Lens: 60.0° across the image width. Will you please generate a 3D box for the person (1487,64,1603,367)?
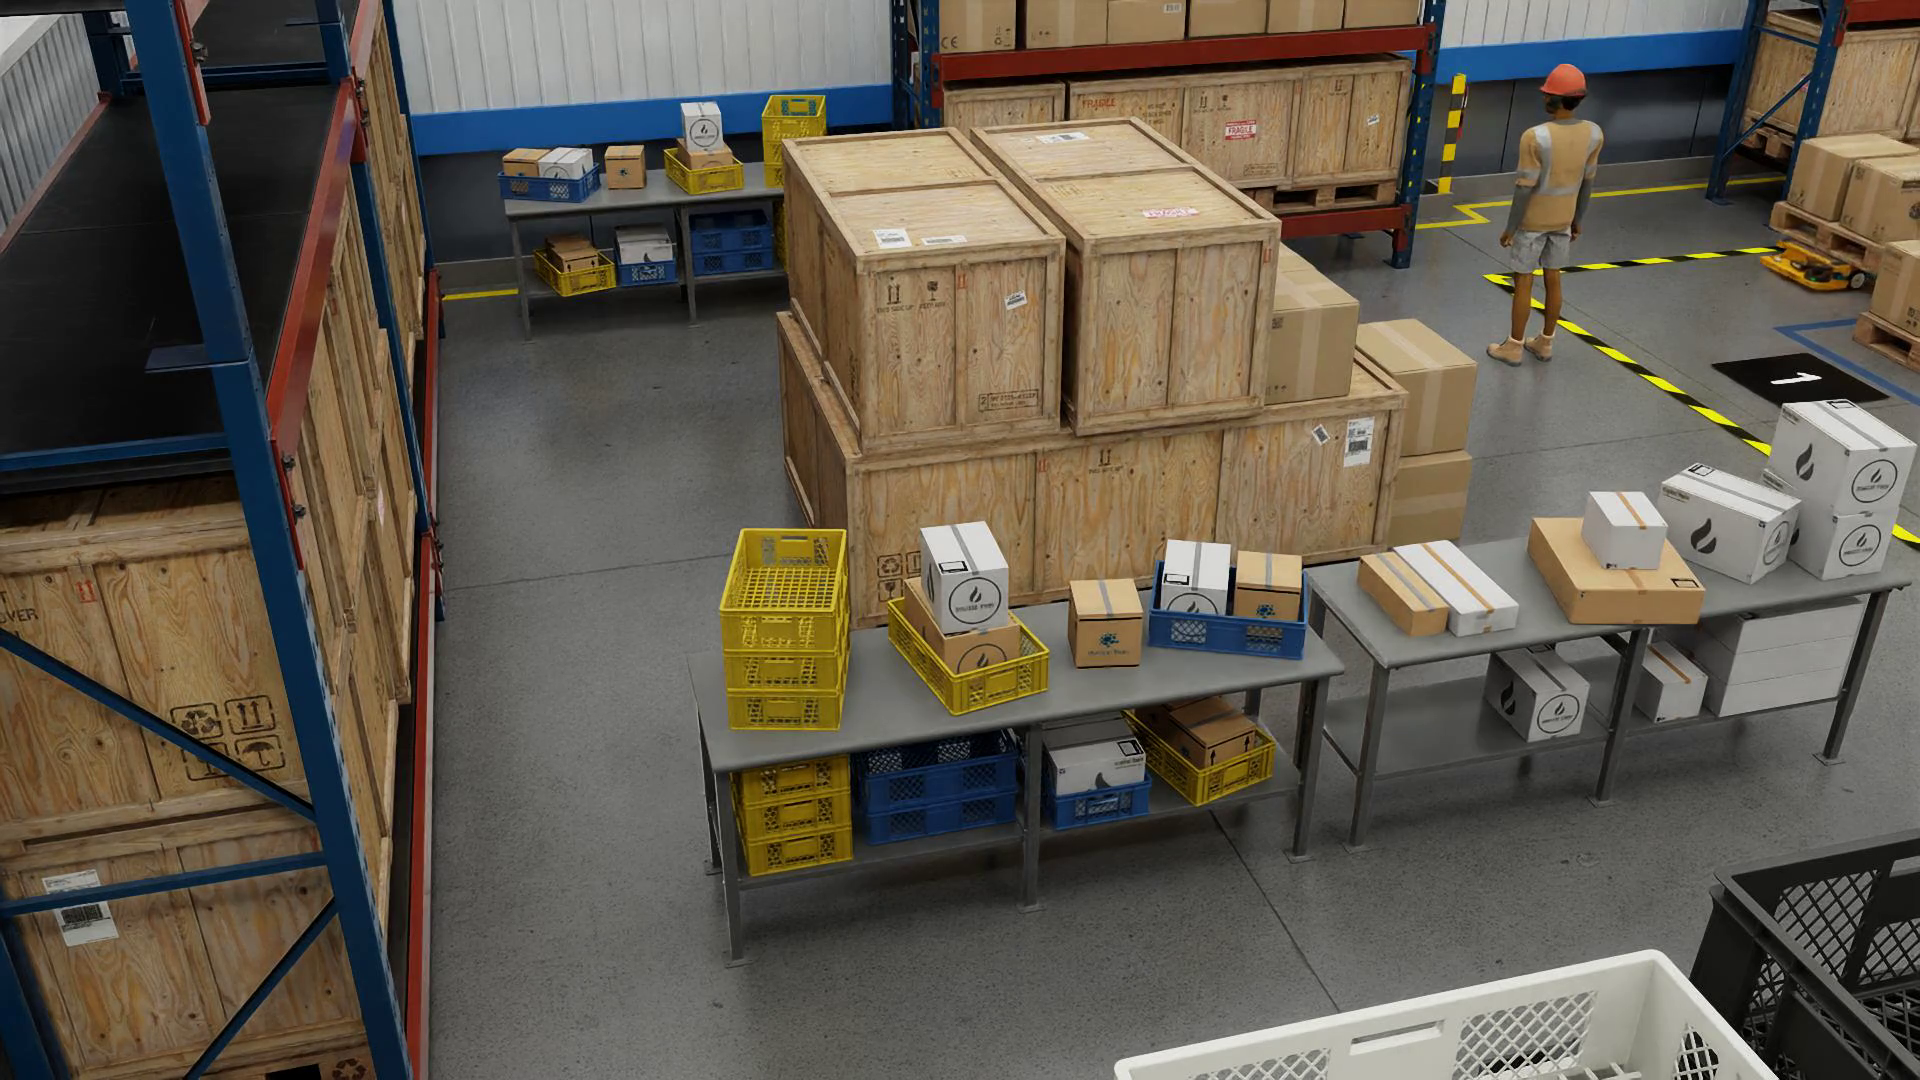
[{"bbox_3d":[3.932,-2.172,11.225,0.615,2.039,0.381,-9,30,-16],"label":"person"}]
